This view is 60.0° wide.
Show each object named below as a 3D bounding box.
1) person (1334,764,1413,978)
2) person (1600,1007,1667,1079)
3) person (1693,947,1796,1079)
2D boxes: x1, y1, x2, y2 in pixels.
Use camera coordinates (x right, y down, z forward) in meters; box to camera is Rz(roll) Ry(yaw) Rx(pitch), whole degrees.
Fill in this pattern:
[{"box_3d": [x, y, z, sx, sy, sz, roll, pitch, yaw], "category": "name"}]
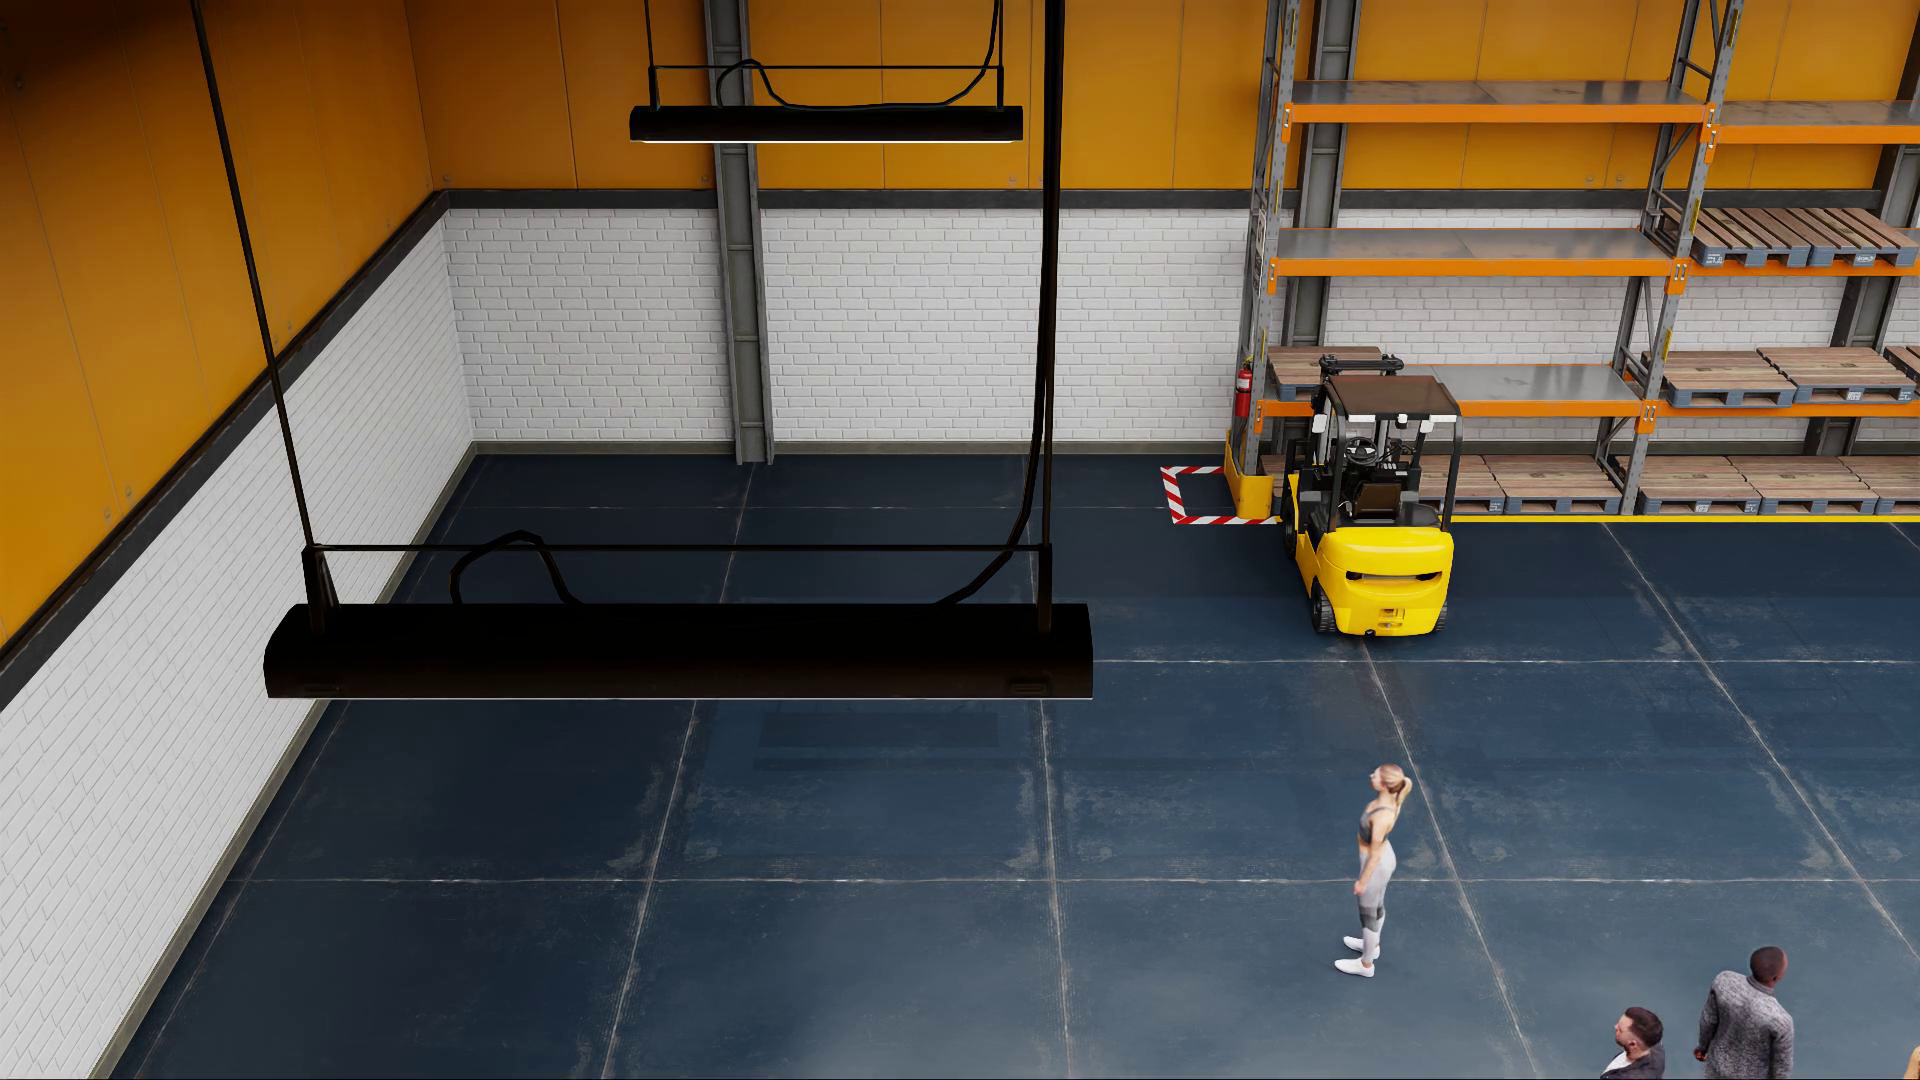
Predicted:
[{"box_3d": [2.798, 2.202, 11.178, 0.678, 1.702, 0.656, 14, 32, 24], "category": "person"}, {"box_3d": [3.657, 3.300, 9.040, 0.893, 1.822, 0.842, 22, 35, 34], "category": "person"}, {"box_3d": [4.427, 3.039, 9.501, 0.766, 1.839, 0.761, -18, 34, -30], "category": "person"}]
